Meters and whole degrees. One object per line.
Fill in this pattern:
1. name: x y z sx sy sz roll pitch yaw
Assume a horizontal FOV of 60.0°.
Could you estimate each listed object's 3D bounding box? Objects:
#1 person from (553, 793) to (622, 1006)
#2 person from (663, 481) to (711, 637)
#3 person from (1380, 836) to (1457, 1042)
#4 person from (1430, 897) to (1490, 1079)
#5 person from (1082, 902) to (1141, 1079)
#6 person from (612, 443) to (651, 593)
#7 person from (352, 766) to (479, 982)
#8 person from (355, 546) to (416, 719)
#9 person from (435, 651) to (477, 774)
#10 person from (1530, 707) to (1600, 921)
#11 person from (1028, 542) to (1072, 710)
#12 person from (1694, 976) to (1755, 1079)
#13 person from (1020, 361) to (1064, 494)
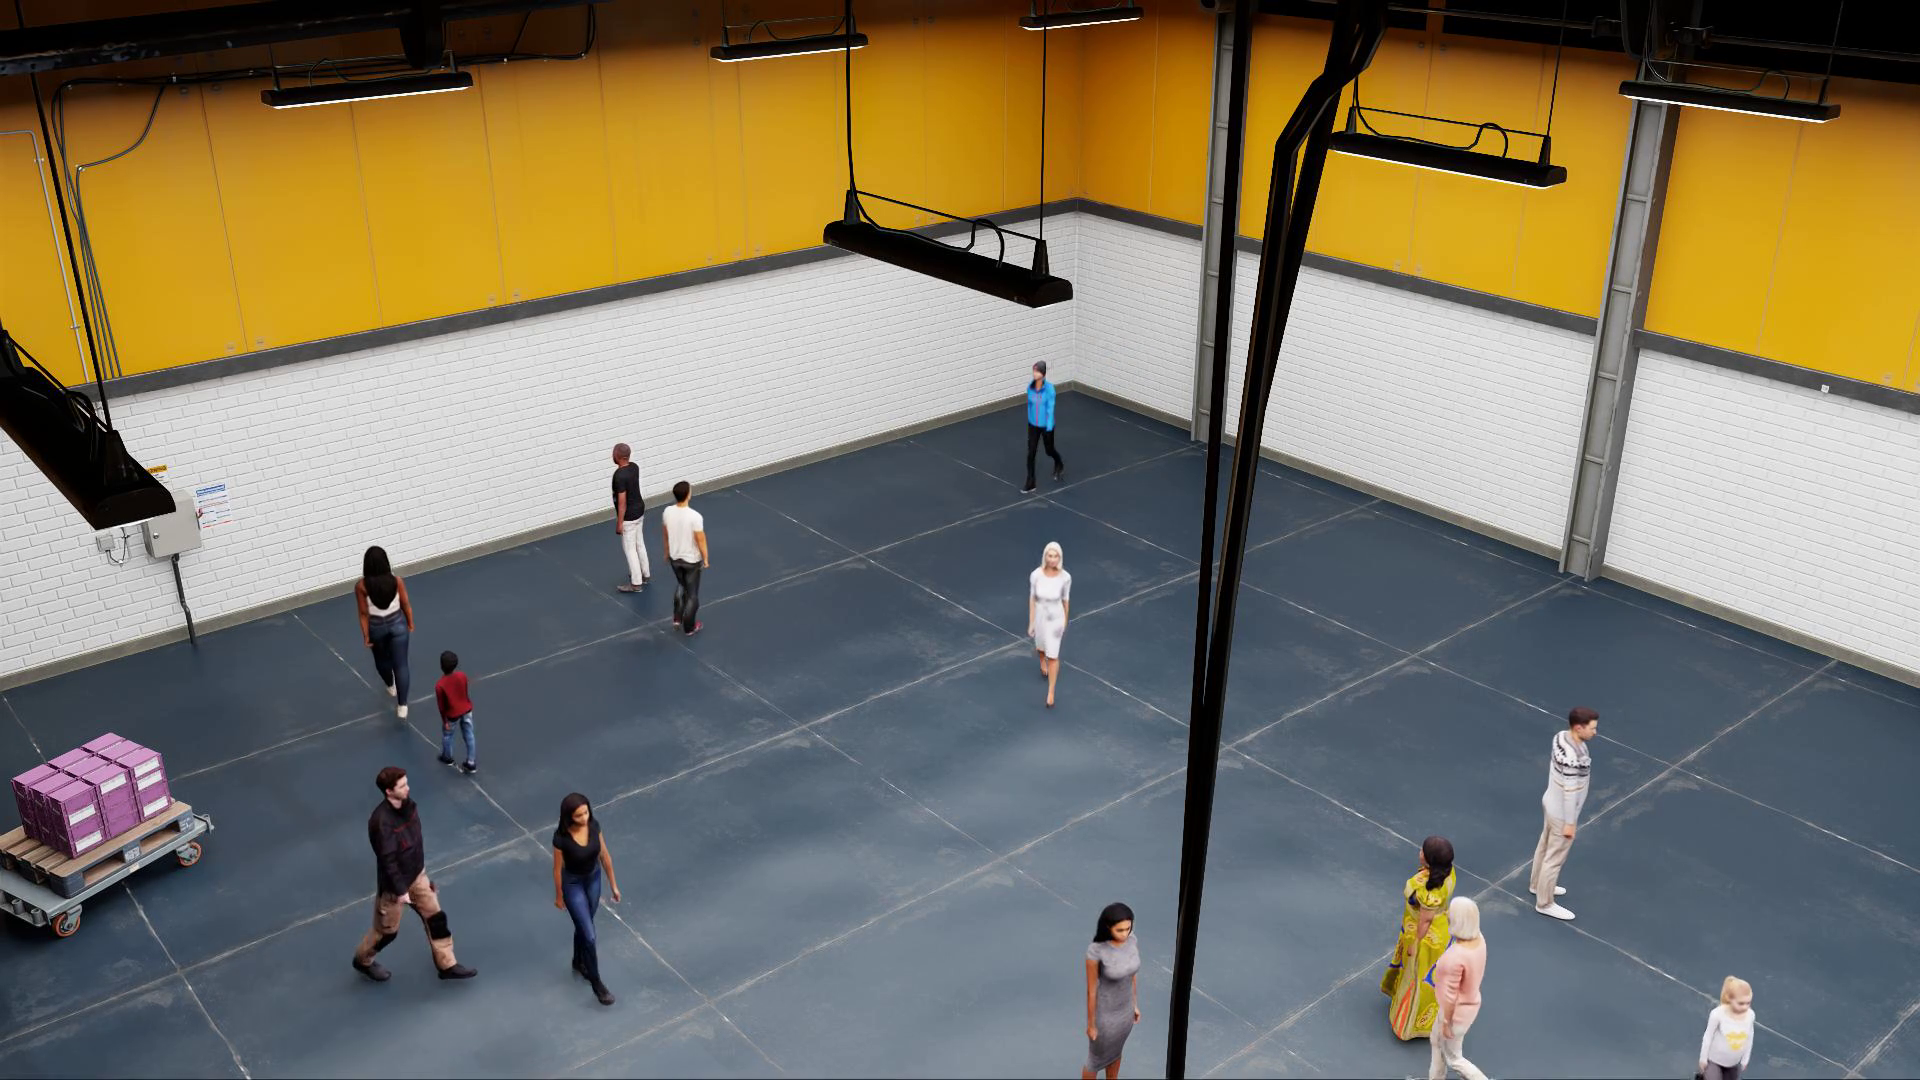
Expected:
1. person: -2.948 2.641 12.739 0.931 1.712 0.638 19 30 37
2. person: -3.049 0.232 18.152 0.734 1.792 0.833 10 25 21
3. person: 3.436 2.890 12.234 0.945 1.660 0.971 12 26 25
4. person: 3.490 3.237 11.391 1.049 1.701 0.752 17 29 35
5. person: 1.015 3.222 11.325 0.597 1.780 0.533 -16 28 -32
6. person: -3.831 -0.272 19.290 0.782 1.804 0.758 6 24 13
7. person: -4.335 2.589 12.640 1.301 1.888 1.164 5 24 11
8. person: -5.688 0.949 16.543 0.946 1.765 1.280 -8 25 -18
9. person: -4.699 1.634 15.630 0.525 1.242 0.700 -21 31 -39
10. person: 4.917 2.184 13.601 0.804 1.860 0.764 4 24 9
11. person: 0.888 0.795 16.959 1.045 1.716 1.071 3 24 8
12. person: 5.174 3.490 11.354 0.725 1.266 0.816 -1 24 -3
13. person: 1.150 -1.521 22.198 1.128 1.762 0.861 16 28 32
